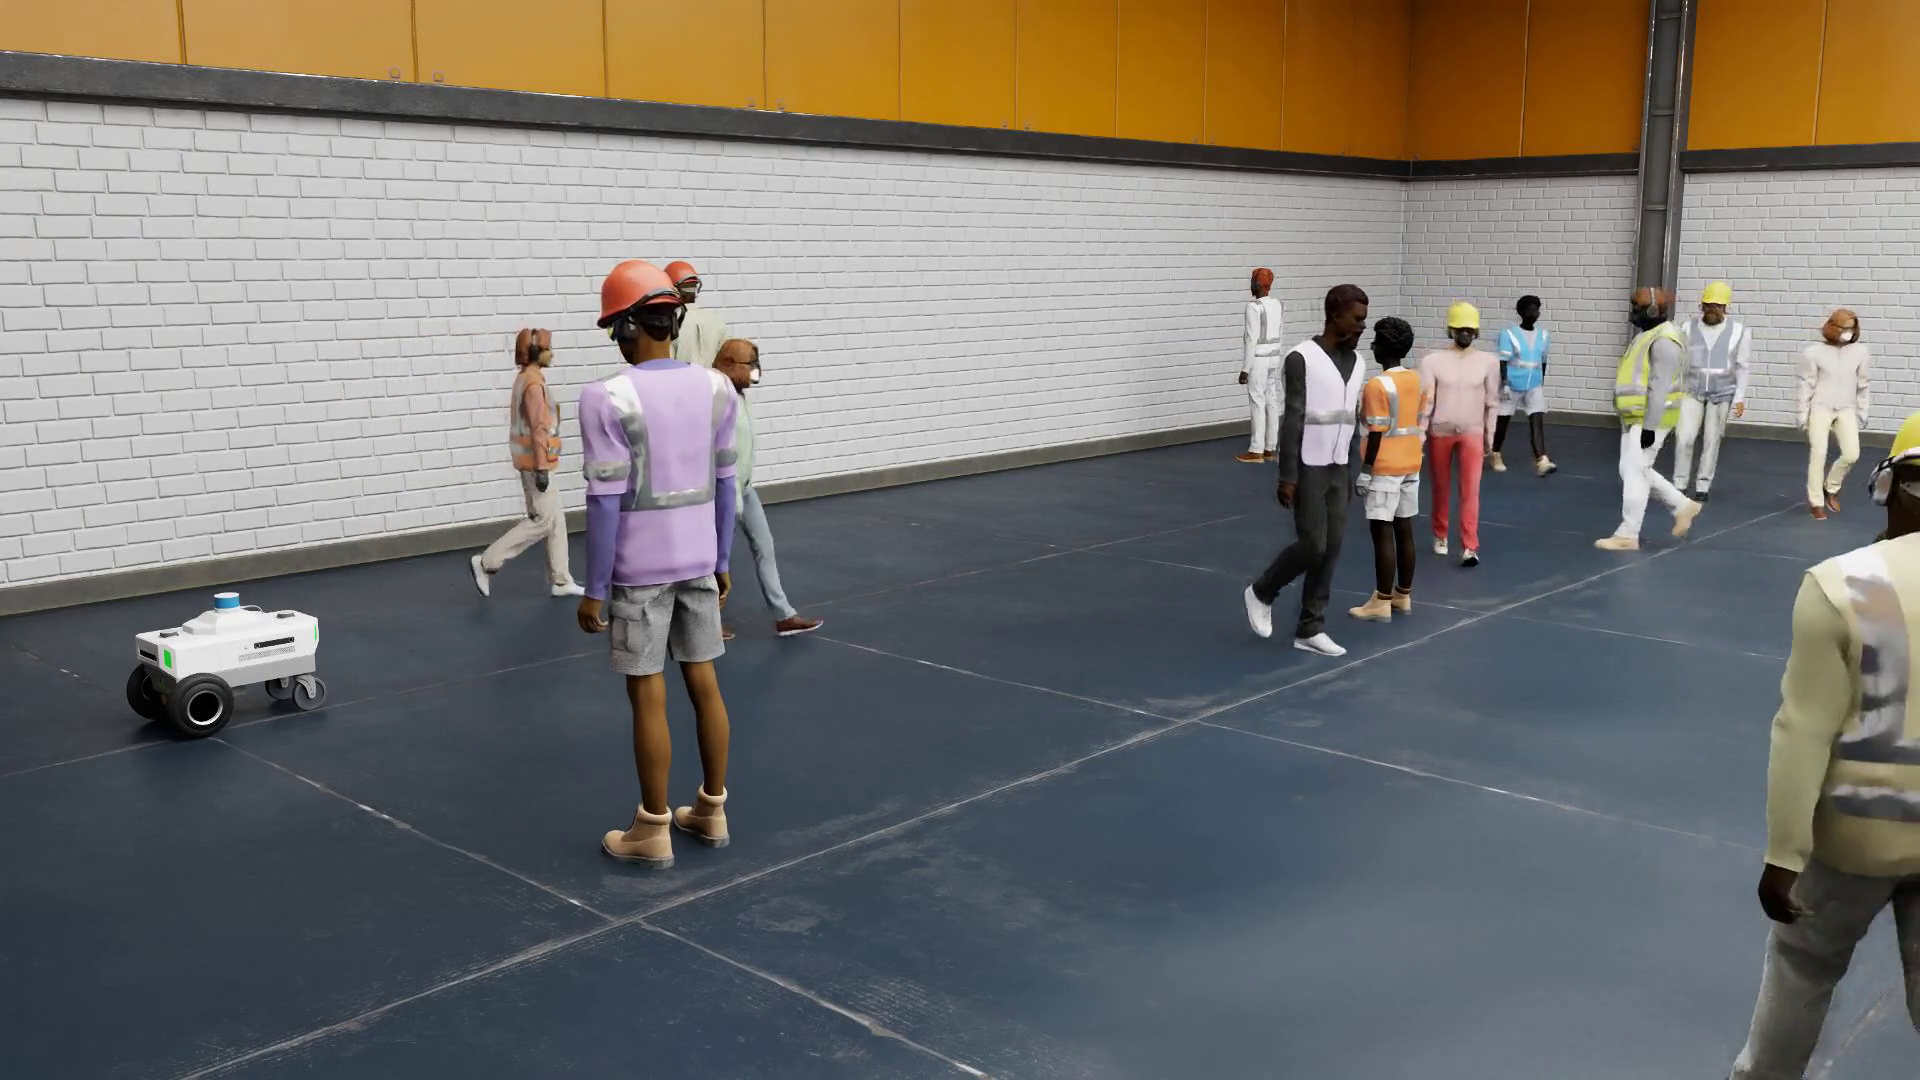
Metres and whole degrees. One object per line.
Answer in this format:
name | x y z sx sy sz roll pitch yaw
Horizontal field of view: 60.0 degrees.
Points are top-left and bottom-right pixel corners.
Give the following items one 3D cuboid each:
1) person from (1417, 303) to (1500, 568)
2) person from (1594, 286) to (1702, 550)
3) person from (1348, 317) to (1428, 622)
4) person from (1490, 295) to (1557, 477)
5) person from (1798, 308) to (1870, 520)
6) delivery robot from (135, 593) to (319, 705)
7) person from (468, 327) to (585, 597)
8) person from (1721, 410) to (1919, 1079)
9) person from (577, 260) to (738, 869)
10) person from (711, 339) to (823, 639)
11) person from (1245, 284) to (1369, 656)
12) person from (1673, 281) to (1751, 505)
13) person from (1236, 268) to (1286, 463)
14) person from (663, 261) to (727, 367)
person | 3.276 -0.697 10.970 0.537 1.710 0.933 2 10 10
person | 4.769 -0.820 11.391 0.645 1.821 0.631 1 10 8
person | 2.388 -0.391 9.281 0.320 1.697 0.531 9 14 43
person | 5.147 -1.405 15.181 0.539 1.640 0.910 -1 10 -8
person | 6.672 -0.958 12.720 0.526 1.618 0.367 1 10 5
delivery robot | -3.215 0.476 7.334 0.477 0.478 0.707 9 14 42
person | -2.529 -0.434 9.736 0.656 1.616 0.527 -3 10 -17
person | 1.973 0.599 3.451 0.622 1.774 0.929 -1 10 -4
person | -1.028 0.086 5.609 0.390 2.035 0.605 9 14 43
person | -1.097 -0.249 8.727 0.789 1.594 0.528 2 10 13
person | 1.814 -0.364 8.562 0.635 1.894 0.491 -8 13 -39
person | 5.992 -1.160 13.333 0.590 1.810 0.567 4 11 24
person | 2.917 -1.689 16.150 0.355 1.883 0.573 9 14 43
person | -1.854 -0.897 11.343 0.392 1.986 0.611 9 14 43
